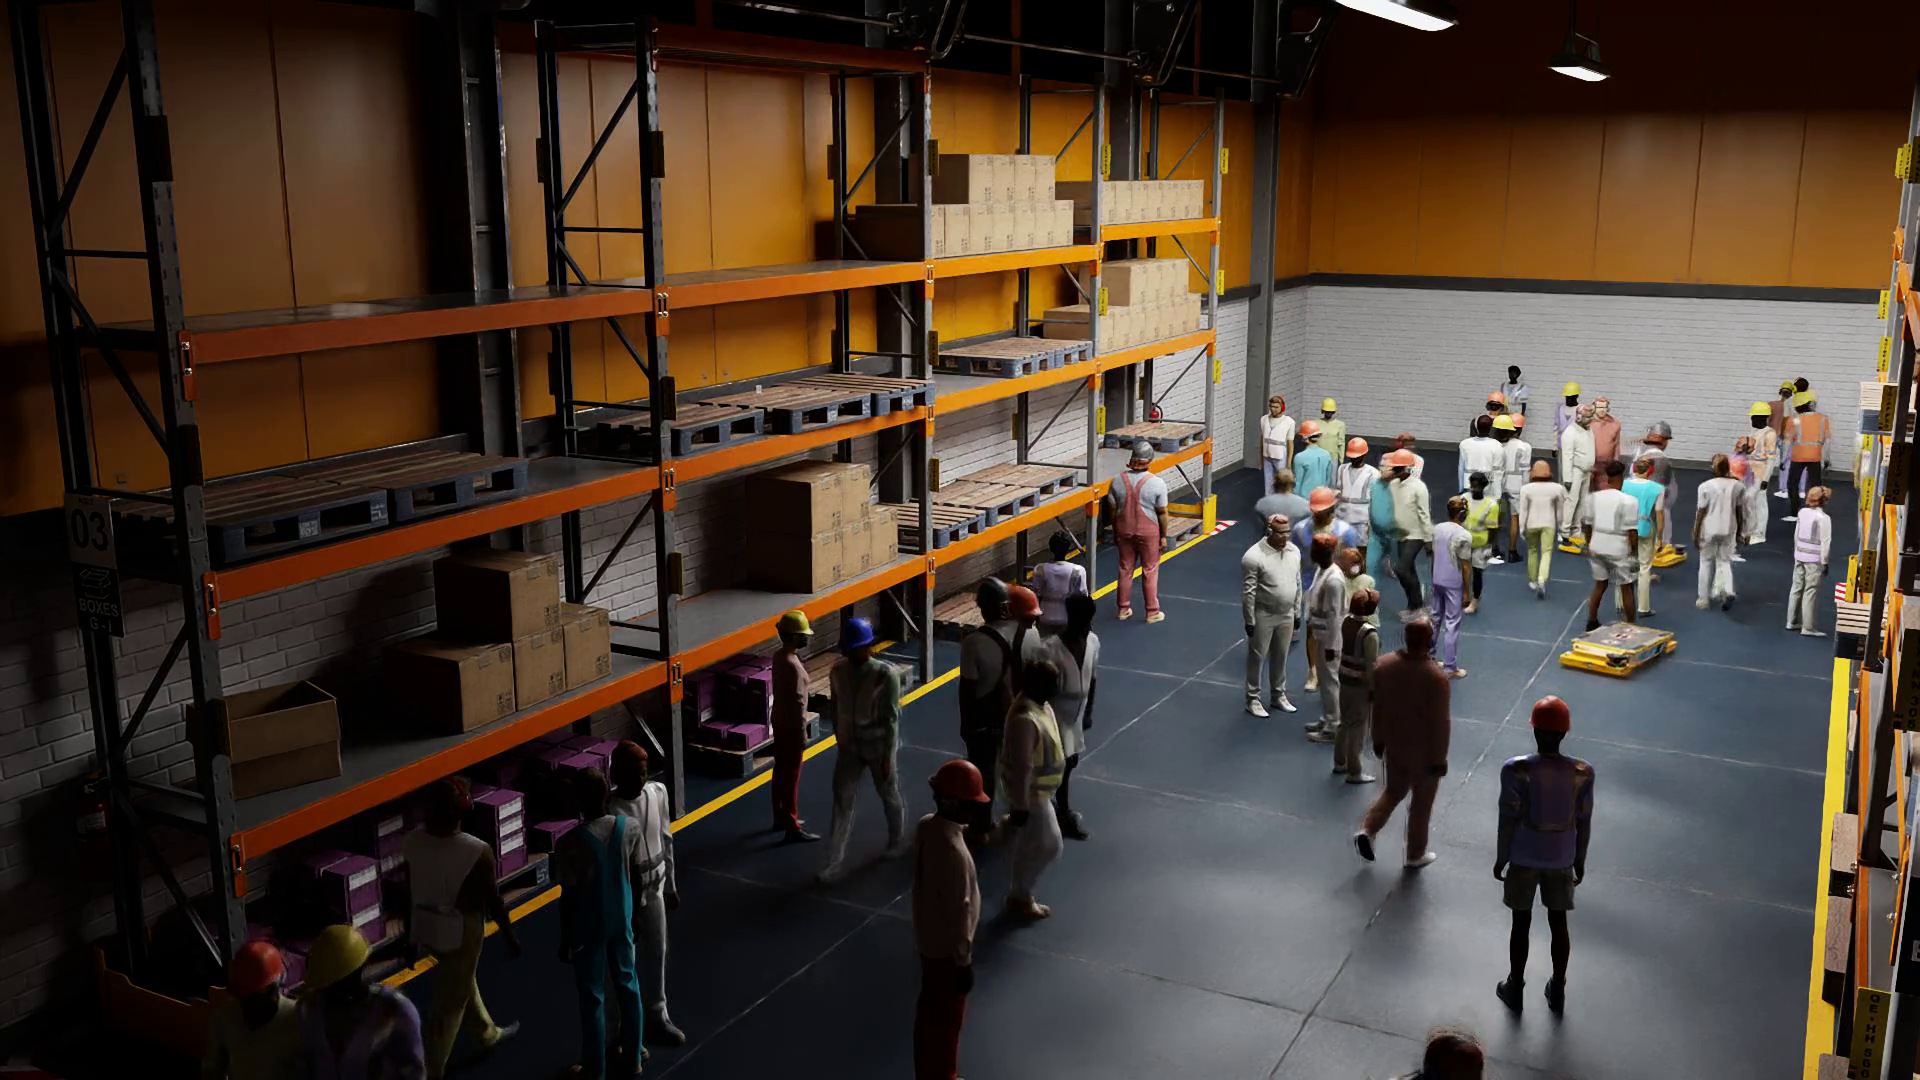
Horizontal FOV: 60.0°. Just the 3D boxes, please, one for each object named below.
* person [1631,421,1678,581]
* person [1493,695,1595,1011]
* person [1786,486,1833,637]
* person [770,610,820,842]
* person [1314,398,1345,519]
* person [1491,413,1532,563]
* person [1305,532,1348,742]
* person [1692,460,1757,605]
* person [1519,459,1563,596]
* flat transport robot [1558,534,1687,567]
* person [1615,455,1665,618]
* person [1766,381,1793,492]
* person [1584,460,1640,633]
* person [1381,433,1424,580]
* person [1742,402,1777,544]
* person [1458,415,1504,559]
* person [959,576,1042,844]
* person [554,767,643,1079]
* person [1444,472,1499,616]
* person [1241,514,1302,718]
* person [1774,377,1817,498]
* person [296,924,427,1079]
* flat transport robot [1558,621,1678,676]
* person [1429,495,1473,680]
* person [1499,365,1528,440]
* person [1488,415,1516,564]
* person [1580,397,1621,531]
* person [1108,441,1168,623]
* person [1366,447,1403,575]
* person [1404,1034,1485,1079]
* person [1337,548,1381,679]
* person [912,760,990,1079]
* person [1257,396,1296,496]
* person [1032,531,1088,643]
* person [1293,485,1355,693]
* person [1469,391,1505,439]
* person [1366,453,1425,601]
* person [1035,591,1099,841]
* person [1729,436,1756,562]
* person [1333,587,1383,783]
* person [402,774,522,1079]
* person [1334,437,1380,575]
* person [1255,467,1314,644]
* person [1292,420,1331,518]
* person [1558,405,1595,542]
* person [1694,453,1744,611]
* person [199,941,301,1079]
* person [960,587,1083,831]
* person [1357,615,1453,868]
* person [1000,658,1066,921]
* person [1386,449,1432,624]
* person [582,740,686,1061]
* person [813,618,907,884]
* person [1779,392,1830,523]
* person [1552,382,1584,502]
[{"bbox_3d":[8.430,-0.472,20.221,0.539,2.000,0.689,-1,13,-4],"label":"person"},{"bbox_3d":[3.470,1.872,9.958,0.548,1.937,0.379,1,13,5],"label":"person"},{"bbox_3d":[9.218,0.224,18.014,0.310,1.638,0.522,-2,13,-9],"label":"person"},{"bbox_3d":[-1.259,1.389,12.521,0.329,1.764,0.524,-5,14,-21],"label":"person"},{"bbox_3d":[5.284,-1.176,24.007,0.525,1.762,0.338,1,13,6],"label":"person"},{"bbox_3d":[7.081,-0.673,21.390,0.380,1.930,0.547,-11,17,-41],"label":"person"},{"bbox_3d":[3.236,0.849,14.714,0.383,1.870,0.577,0,13,1],"label":"person"},{"bbox_3d":[8.896,-0.109,19.375,0.583,1.696,0.952,11,17,40],"label":"person"},{"bbox_3d":[6.889,-0.150,19.750,0.506,1.605,0.700,4,13,19],"label":"person"},{"bbox_3d":[8.632,0.097,21.673,0.652,0.197,1.431,-12,17,-42],"label":"flat transport robot"},{"bbox_3d":[7.631,-0.040,18.744,0.564,1.838,0.388,11,17,41],"label":"person"},{"bbox_3d":[12.788,-1.597,25.914,0.532,1.754,0.342,6,14,25],"label":"person"},{"bbox_3d":[7.047,0.115,17.881,0.479,1.935,0.730,-8,15,-31],"label":"person"},{"bbox_3d":[5.418,-0.406,20.401,0.584,1.826,0.543,-2,13,-8],"label":"person"},{"bbox_3d":[10.743,-0.906,22.422,0.388,1.926,0.590,0,13,1],"label":"person"},{"bbox_3d":[6.651,-0.647,21.276,0.592,1.921,0.389,11,16,39],"label":"person"},{"bbox_3d":[0.256,1.254,12.495,0.681,2.000,0.535,-7,14,-29],"label":"person"},{"bbox_3d":[-1.967,2.114,9.088,0.508,1.846,0.345,-11,17,-40],"label":"person"},{"bbox_3d":[5.719,0.062,18.658,0.546,1.660,0.748,11,16,39],"label":"person"},{"bbox_3d":[2.892,0.691,15.341,0.644,1.900,0.399,-7,14,-27],"label":"person"},{"bbox_3d":[12.838,-1.566,25.544,0.505,1.861,0.330,0,13,1],"label":"person"},{"bbox_3d":[-2.575,2.507,7.211,0.621,1.896,0.808,4,13,16],"label":"person"},{"bbox_3d":[6.815,1.100,17.182,0.652,0.197,1.431,12,17,43],"label":"flat transport robot"},{"bbox_3d":[4.865,0.463,16.509,0.350,1.837,0.502,-7,14,-29],"label":"person"},{"bbox_3d":[9.430,-2.144,28.478,0.538,1.700,0.317,11,17,40],"label":"person"},{"bbox_3d":[6.857,-0.650,21.297,0.397,1.920,0.586,2,13,8],"label":"person"},{"bbox_3d":[8.832,-1.043,23.084,0.646,1.907,0.401,1,13,3],"label":"person"},{"bbox_3d":[2.024,-0.101,18.560,0.689,2.000,0.538,7,14,28],"label":"person"},{"bbox_3d":[5.271,-0.332,20.452,0.676,1.654,0.554,6,14,24],"label":"person"},{"bbox_3d":[1.678,2.738,6.224,0.736,1.873,0.826,5,13,20],"label":"person"},{"bbox_3d":[3.595,0.845,15.349,0.504,1.583,0.877,-4,13,-17],"label":"person"},{"bbox_3d":[-0.049,2.112,8.780,0.404,1.983,0.616,-4,13,-18],"label":"person"},{"bbox_3d":[4.511,-1.145,23.704,0.394,1.836,0.560,-12,17,-42],"label":"person"},{"bbox_3d":[0.936,0.749,15.535,0.532,1.696,0.319,3,13,12],"label":"person"},{"bbox_3d":[3.535,0.438,16.199,0.621,2.022,0.710,5,14,22],"label":"person"},{"bbox_3d":[7.241,-1.020,22.708,0.613,2.031,0.402,4,13,17],"label":"person"},{"bbox_3d":[4.924,-0.079,18.855,0.835,1.880,0.641,-10,16,-38],"label":"person"},{"bbox_3d":[0.736,1.283,12.657,0.615,1.925,0.758,-12,17,-42],"label":"person"},{"bbox_3d":[10.021,-0.533,21.426,0.319,1.631,0.524,2,13,8],"label":"person"},{"bbox_3d":[3.278,1.189,13.713,0.313,1.633,0.521,-3,13,-14],"label":"person"},{"bbox_3d":[-2.740,2.153,9.044,0.569,1.794,0.981,6,14,26],"label":"person"},{"bbox_3d":[4.621,-0.256,19.502,0.543,1.931,0.371,9,16,36],"label":"person"},{"bbox_3d":[3.415,0.185,17.541,0.639,1.922,0.417,6,14,24],"label":"person"},{"bbox_3d":[4.266,-0.473,20.368,0.608,1.987,0.403,-9,15,-35],"label":"person"},{"bbox_3d":[8.324,-0.880,22.393,0.652,1.894,0.400,-12,17,-43],"label":"person"},{"bbox_3d":[8.615,-0.064,18.867,0.537,1.828,0.542,1,13,6],"label":"person"},{"bbox_3d":[-3.068,2.580,7.312,0.569,1.716,0.834,4,13,15],"label":"person"},{"bbox_3d":[0.442,1.298,12.520,0.998,1.939,0.672,6,14,24],"label":"person"},{"bbox_3d":[3.206,1.466,11.904,0.581,1.890,0.644,-10,16,-37],"label":"person"},{"bbox_3d":[0.501,1.672,11.102,0.451,1.825,0.648,2,13,10],"label":"person"},{"bbox_3d":[4.997,-0.047,18.531,0.606,1.953,0.628,-4,13,-18],"label":"person"},{"bbox_3d":[-1.847,2.026,9.416,0.369,1.878,0.588,10,16,38],"label":"person"},{"bbox_3d":[-0.683,1.471,11.865,0.603,1.898,0.978,6,14,24],"label":"person"},{"bbox_3d":[12.047,-1.163,23.684,0.672,1.883,0.419,1,13,3],"label":"person"},{"bbox_3d":[9.018,-1.387,24.607,0.406,1.916,0.585,-10,16,-38],"label":"person"}]
